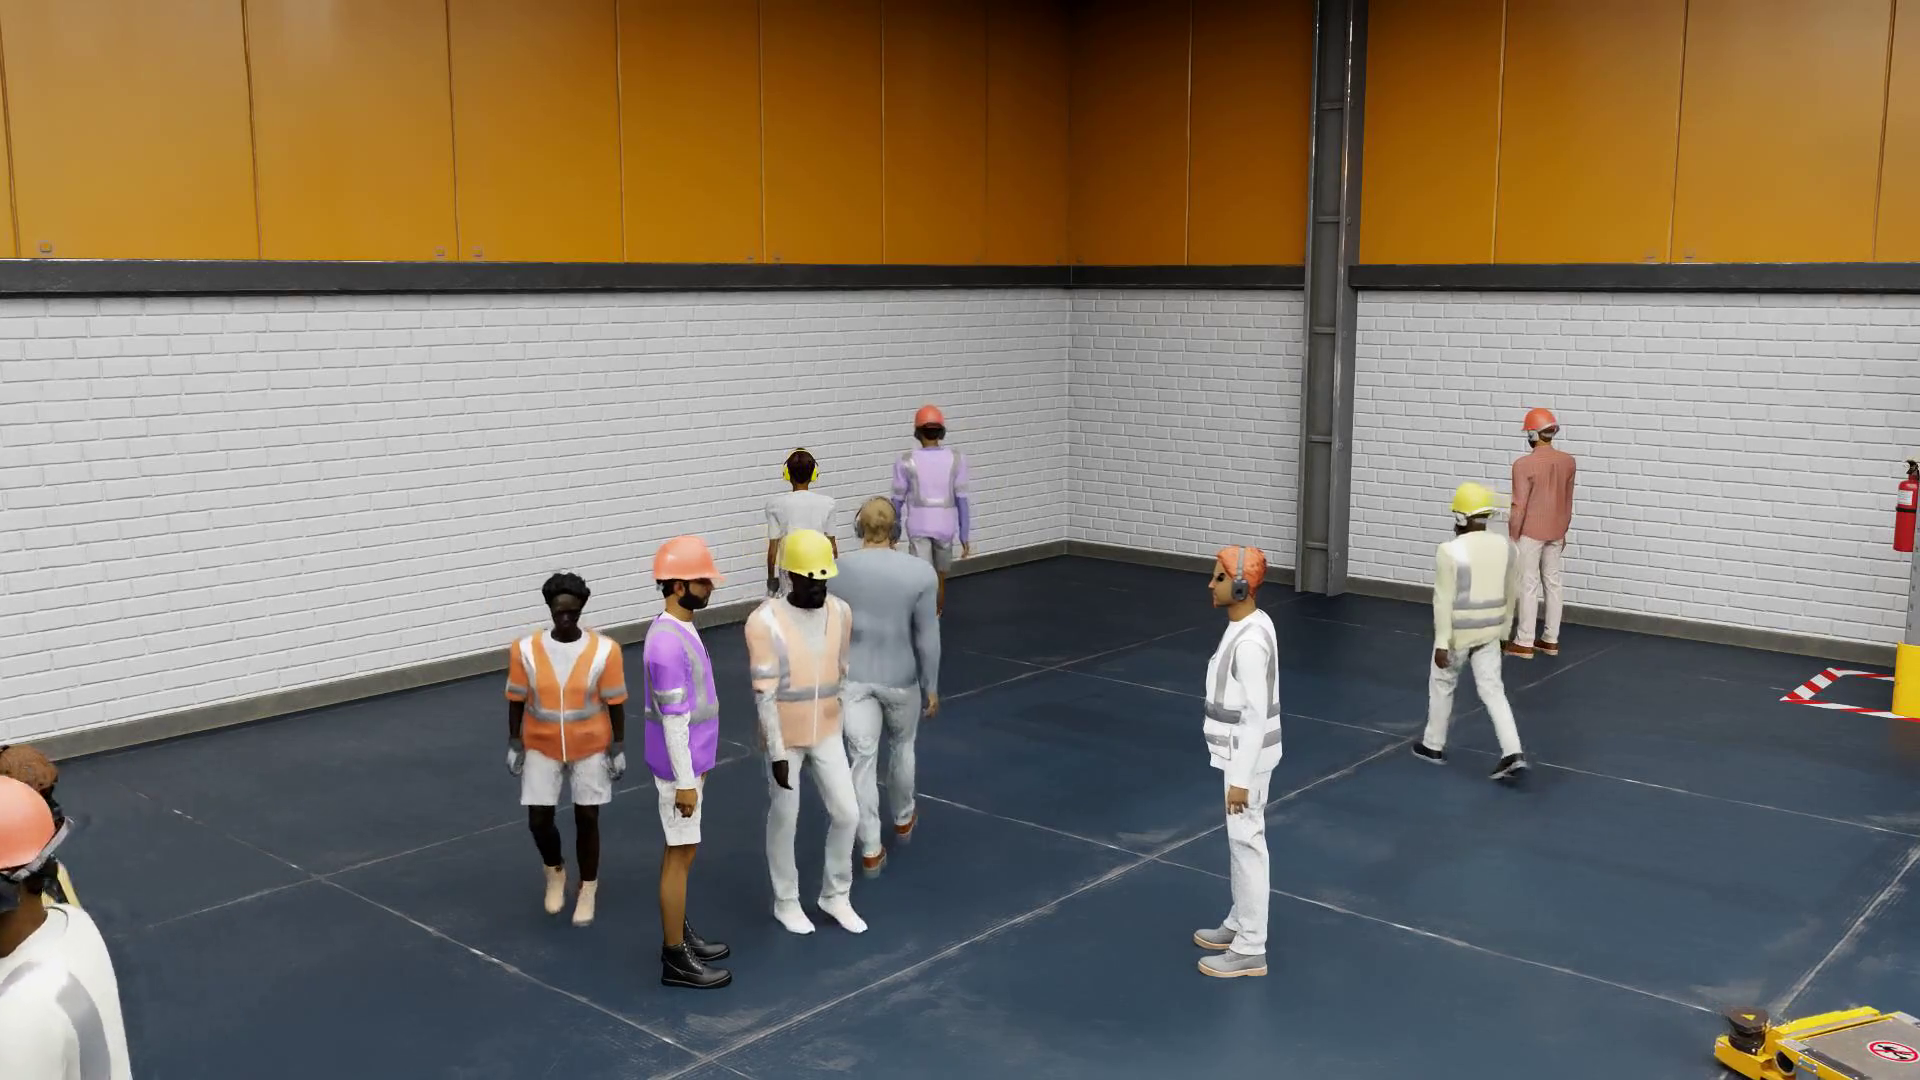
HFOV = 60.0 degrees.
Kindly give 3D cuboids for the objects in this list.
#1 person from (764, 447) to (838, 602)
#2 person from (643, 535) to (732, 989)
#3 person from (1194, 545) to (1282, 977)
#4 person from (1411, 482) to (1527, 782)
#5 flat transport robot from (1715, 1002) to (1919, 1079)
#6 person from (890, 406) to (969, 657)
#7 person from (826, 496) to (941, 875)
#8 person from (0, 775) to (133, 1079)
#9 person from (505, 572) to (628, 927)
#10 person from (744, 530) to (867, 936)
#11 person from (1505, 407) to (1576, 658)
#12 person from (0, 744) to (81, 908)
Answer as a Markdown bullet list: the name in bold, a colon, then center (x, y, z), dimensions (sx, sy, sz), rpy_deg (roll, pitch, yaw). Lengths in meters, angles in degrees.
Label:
- **person**: center (-1.077, 0.308, 11.336), dimensions (0.520, 1.866, 0.326), rpy_deg (-3, 9, -16)
- **person**: center (-1.170, 0.939, 7.134), dimensions (0.351, 1.941, 0.545), rpy_deg (-1, 9, -7)
- **person**: center (1.214, 0.954, 7.221), dimensions (0.358, 1.883, 0.572), rpy_deg (1, 9, 9)
- **person**: center (3.117, 0.547, 10.053), dimensions (0.598, 1.802, 0.894), rpy_deg (-3, 10, -19)
- **flat transport robot**: center (3.465, 1.978, 5.838), dimensions (0.652, 0.197, 1.431), rpy_deg (-4, 10, -22)
- **person**: center (-0.263, -0.092, 13.485), dimensions (0.627, 1.977, 1.101), rpy_deg (-2, 9, -12)
- **person**: center (-0.420, 0.709, 8.671), dimensions (0.655, 1.906, 0.900), rpy_deg (0, 9, 1)
- **person**: center (-2.052, 1.483, 3.537), dimensions (1.013, 1.993, 0.630), rpy_deg (-4, 10, -24)
- **person**: center (-1.816, 0.968, 7.701), dimensions (0.569, 1.687, 0.349), rpy_deg (-1, 9, -6)
- **person**: center (-0.683, 0.891, 7.548), dimensions (0.578, 1.899, 0.607), rpy_deg (-6, 11, -35)
- **person**: center (4.591, -0.056, 13.213), dimensions (0.611, 1.994, 0.379), rpy_deg (-4, 10, -25)
- **person**: center (-2.446, 1.430, 4.359), dimensions (0.429, 1.842, 0.630), rpy_deg (-3, 10, -19)
